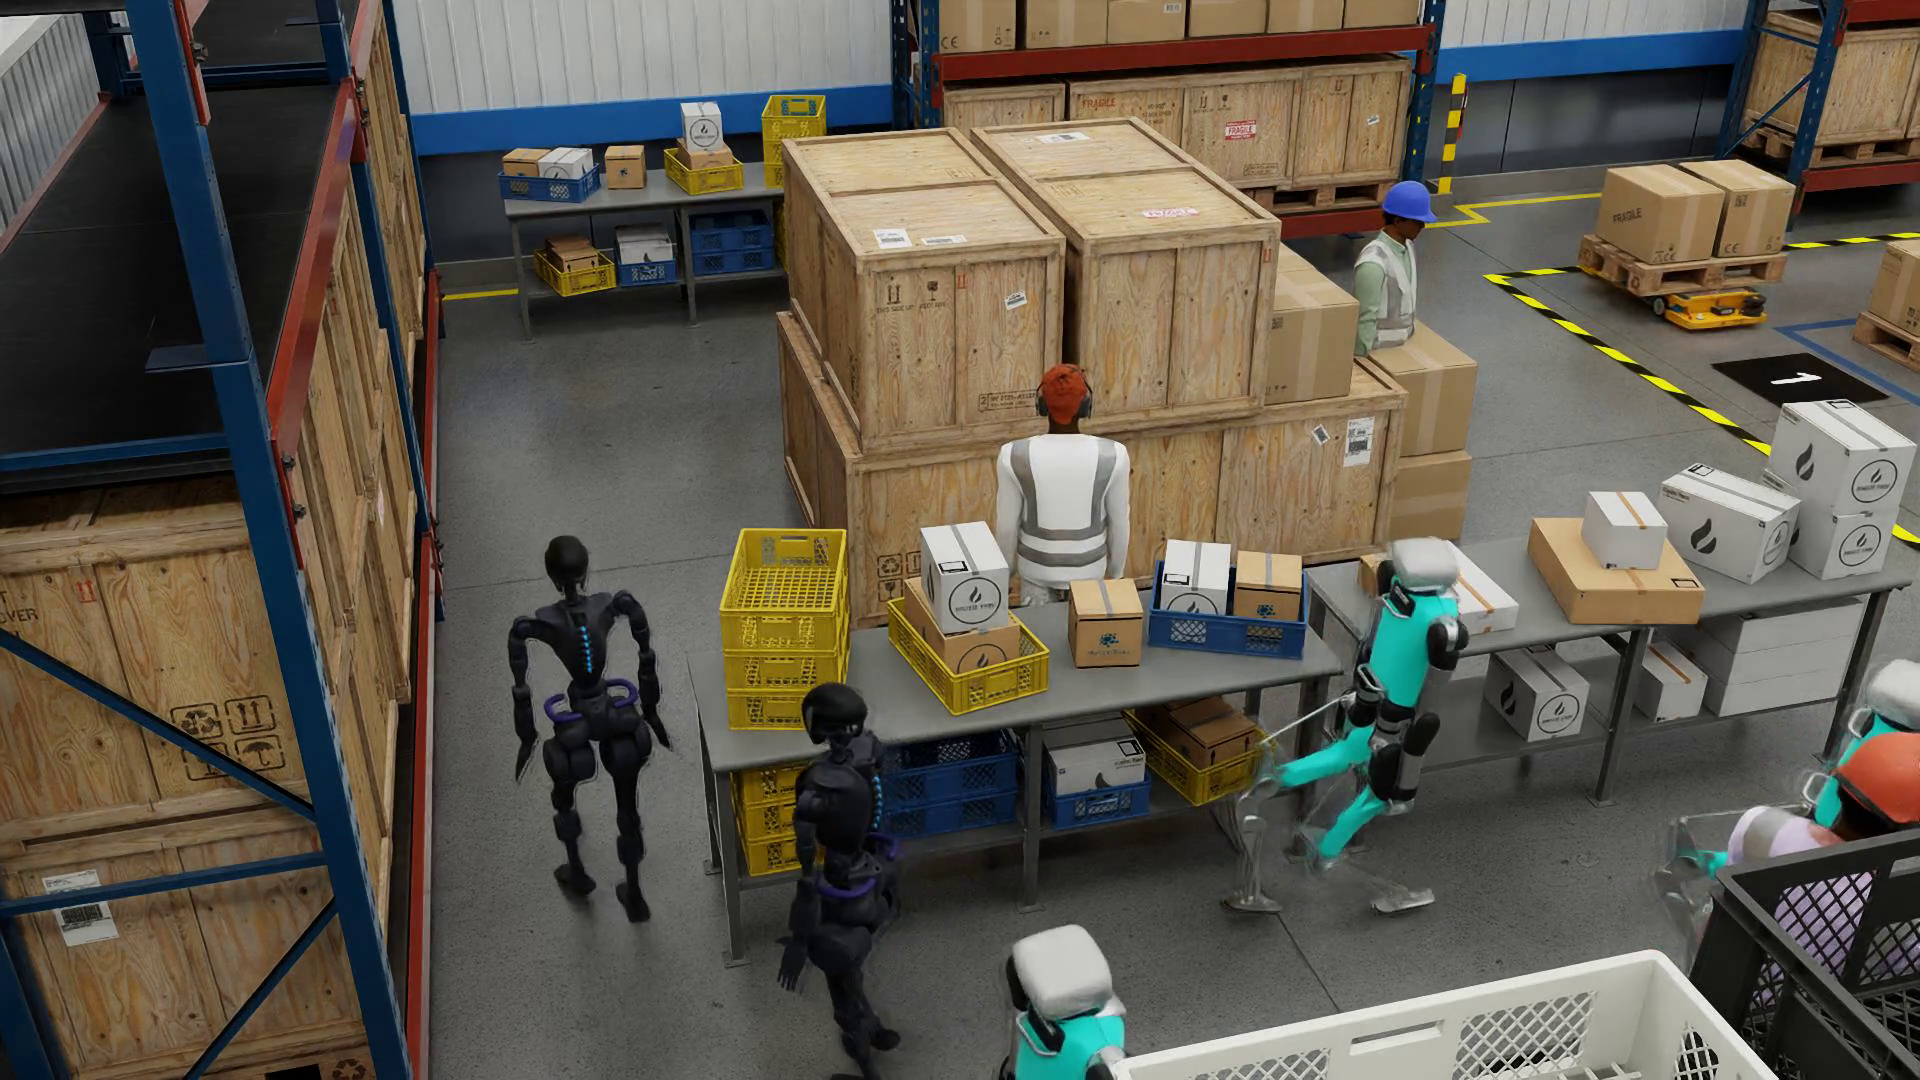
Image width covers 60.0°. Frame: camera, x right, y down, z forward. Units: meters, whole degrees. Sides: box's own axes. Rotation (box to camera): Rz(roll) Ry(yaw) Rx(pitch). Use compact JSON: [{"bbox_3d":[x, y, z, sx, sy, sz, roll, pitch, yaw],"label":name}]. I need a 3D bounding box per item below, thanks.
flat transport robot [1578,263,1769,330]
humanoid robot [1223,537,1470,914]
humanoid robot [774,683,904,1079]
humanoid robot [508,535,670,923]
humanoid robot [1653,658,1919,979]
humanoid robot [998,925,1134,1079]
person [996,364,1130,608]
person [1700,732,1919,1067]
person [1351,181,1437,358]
[{"bbox_3d":[5.406,-1.960,12.646,0.652,0.197,1.431,-7,30,-13],"label":"flat transport robot"},{"bbox_3d":[1.370,0.813,6.187,1.065,1.767,0.558,-6,29,-10],"label":"humanoid robot"},{"bbox_3d":[-0.374,1.191,5.493,0.359,1.654,0.584,12,31,20],"label":"humanoid robot"},{"bbox_3d":[-1.416,0.715,6.359,0.597,1.644,0.461,-14,32,-23],"label":"humanoid robot"},{"bbox_3d":[2.708,1.094,5.635,0.890,1.779,0.574,21,35,33],"label":"humanoid robot"},{"bbox_3d":[0.068,1.800,4.292,0.696,1.763,0.544,-13,31,-22],"label":"humanoid robot"},{"bbox_3d":[0.440,0.122,7.219,0.573,1.886,0.355,0,29,1],"label":"person"},{"bbox_3d":[2.394,1.397,4.770,0.447,2.030,0.609,-18,34,-29],"label":"person"},{"bbox_3d":[2.354,-1.040,9.334,0.412,1.884,0.602,18,33,29],"label":"person"}]
